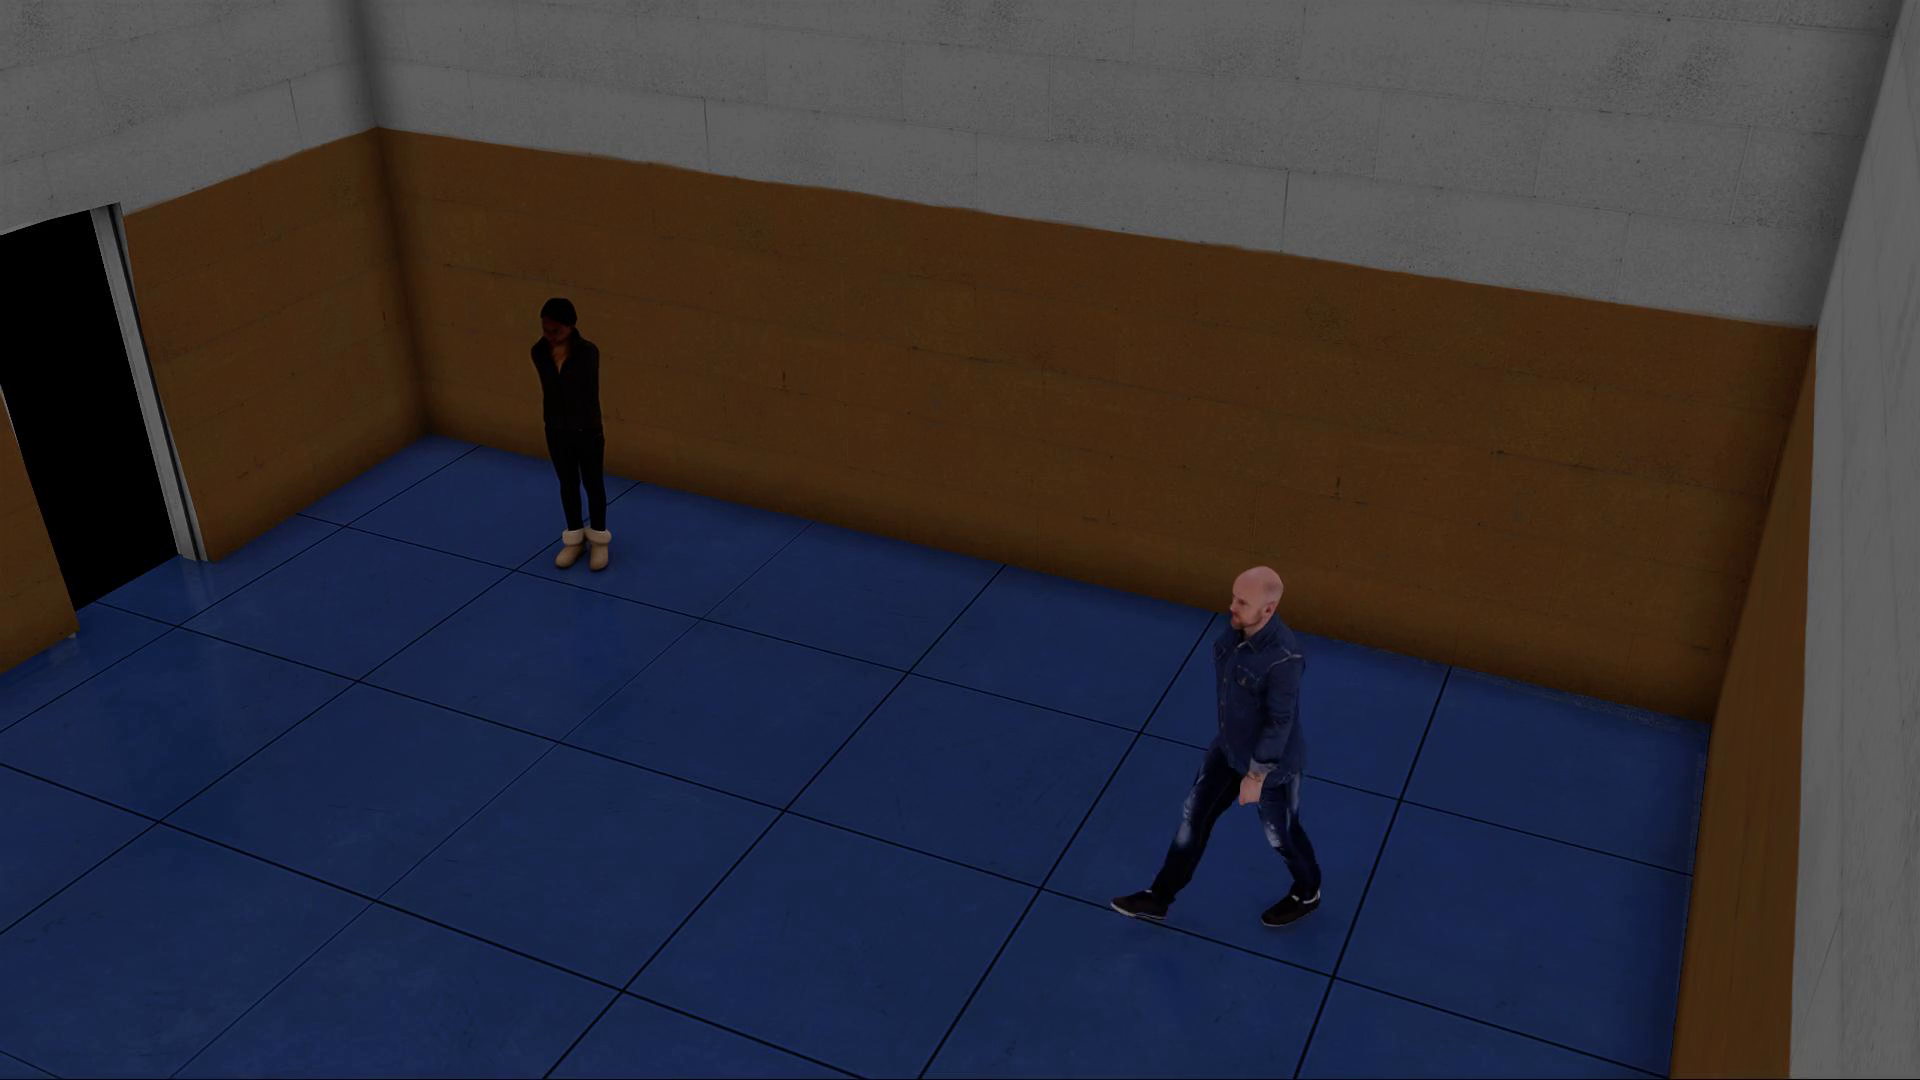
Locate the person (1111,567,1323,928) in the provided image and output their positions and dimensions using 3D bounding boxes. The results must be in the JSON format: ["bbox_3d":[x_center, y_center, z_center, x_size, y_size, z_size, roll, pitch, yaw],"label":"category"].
[{"bbox_3d":[1.298,0.891,6.895,1.265,1.776,1.226,-11,30,-19],"label":"person"}]

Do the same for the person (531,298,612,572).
[{"bbox_3d":[-2.285,-0.660,9.856,0.660,1.661,0.721,25,37,37],"label":"person"}]
